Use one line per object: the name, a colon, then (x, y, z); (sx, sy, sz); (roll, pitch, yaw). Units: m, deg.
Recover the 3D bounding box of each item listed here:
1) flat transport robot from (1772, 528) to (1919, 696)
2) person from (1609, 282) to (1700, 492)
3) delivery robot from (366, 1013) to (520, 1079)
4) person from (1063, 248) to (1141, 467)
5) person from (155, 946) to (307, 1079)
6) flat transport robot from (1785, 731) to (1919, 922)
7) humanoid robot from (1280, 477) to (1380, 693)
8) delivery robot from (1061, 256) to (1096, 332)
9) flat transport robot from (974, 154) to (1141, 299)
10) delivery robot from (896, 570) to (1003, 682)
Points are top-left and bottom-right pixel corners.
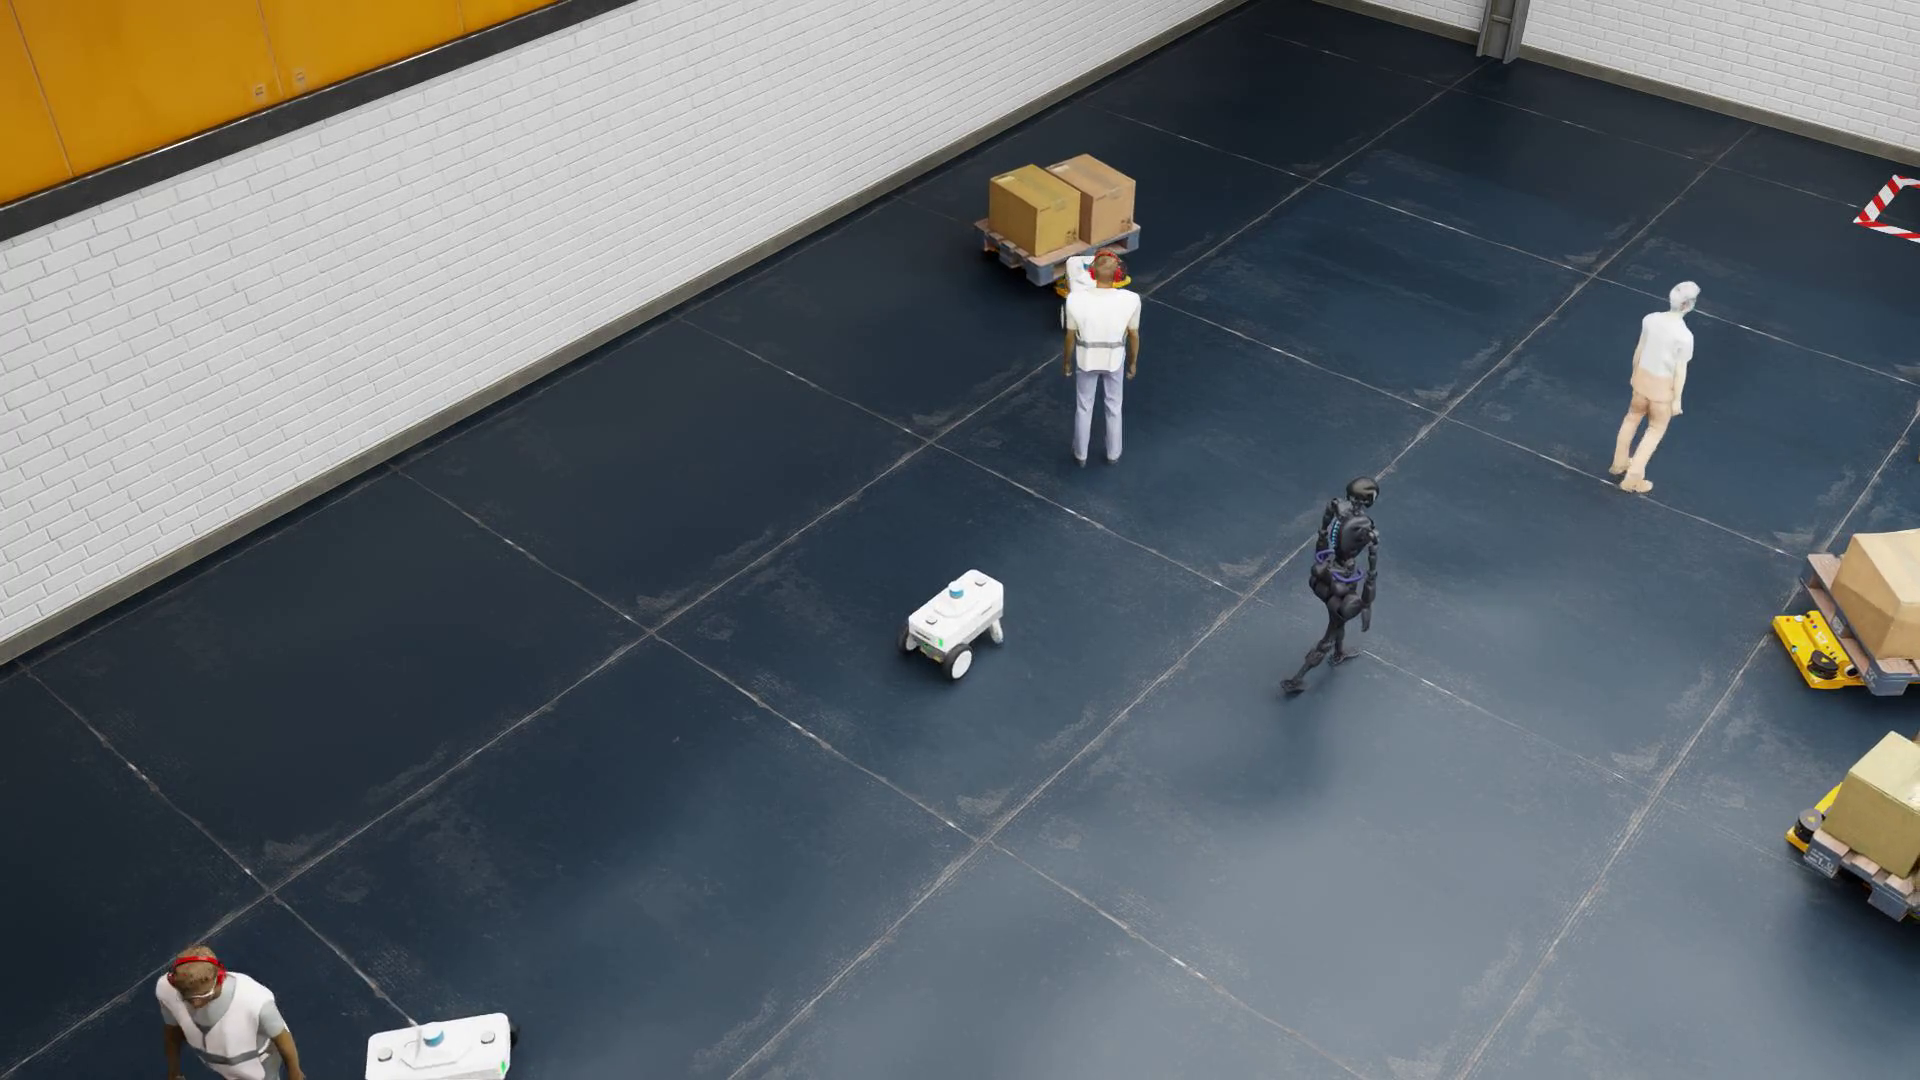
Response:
flat transport robot: (6.420, 0.721, 11.391); (1.431, 0.231, 0.659); (-1, 39, -1)
person: (5.263, -1.169, 12.561); (0.352, 1.744, 0.511); (-16, 41, -19)
delivery robot: (-2.694, 2.721, 8.658); (0.739, 0.566, 0.499); (-7, 39, -9)
person: (1.073, -1.352, 12.711); (0.568, 1.840, 0.372); (1, 39, 1)
person: (-3.466, 2.533, 7.903); (0.645, 1.821, 0.558); (12, 40, 15)
flat transport robot: (5.730, 1.980, 9.829); (0.659, 0.231, 1.431); (-27, 46, -30)
humanoid robot: (2.445, 0.290, 10.840); (0.747, 1.639, 0.609); (-18, 42, -21)
delivery robot: (1.149, -2.190, 14.792); (0.523, 0.614, 0.785); (-2, 39, -2)
flat transport robot: (0.892, -2.662, 15.591); (0.659, 0.231, 1.431); (-25, 45, -28)
delivery robot: (-0.035, 0.562, 11.365); (0.523, 0.600, 0.771); (28, 46, 30)
